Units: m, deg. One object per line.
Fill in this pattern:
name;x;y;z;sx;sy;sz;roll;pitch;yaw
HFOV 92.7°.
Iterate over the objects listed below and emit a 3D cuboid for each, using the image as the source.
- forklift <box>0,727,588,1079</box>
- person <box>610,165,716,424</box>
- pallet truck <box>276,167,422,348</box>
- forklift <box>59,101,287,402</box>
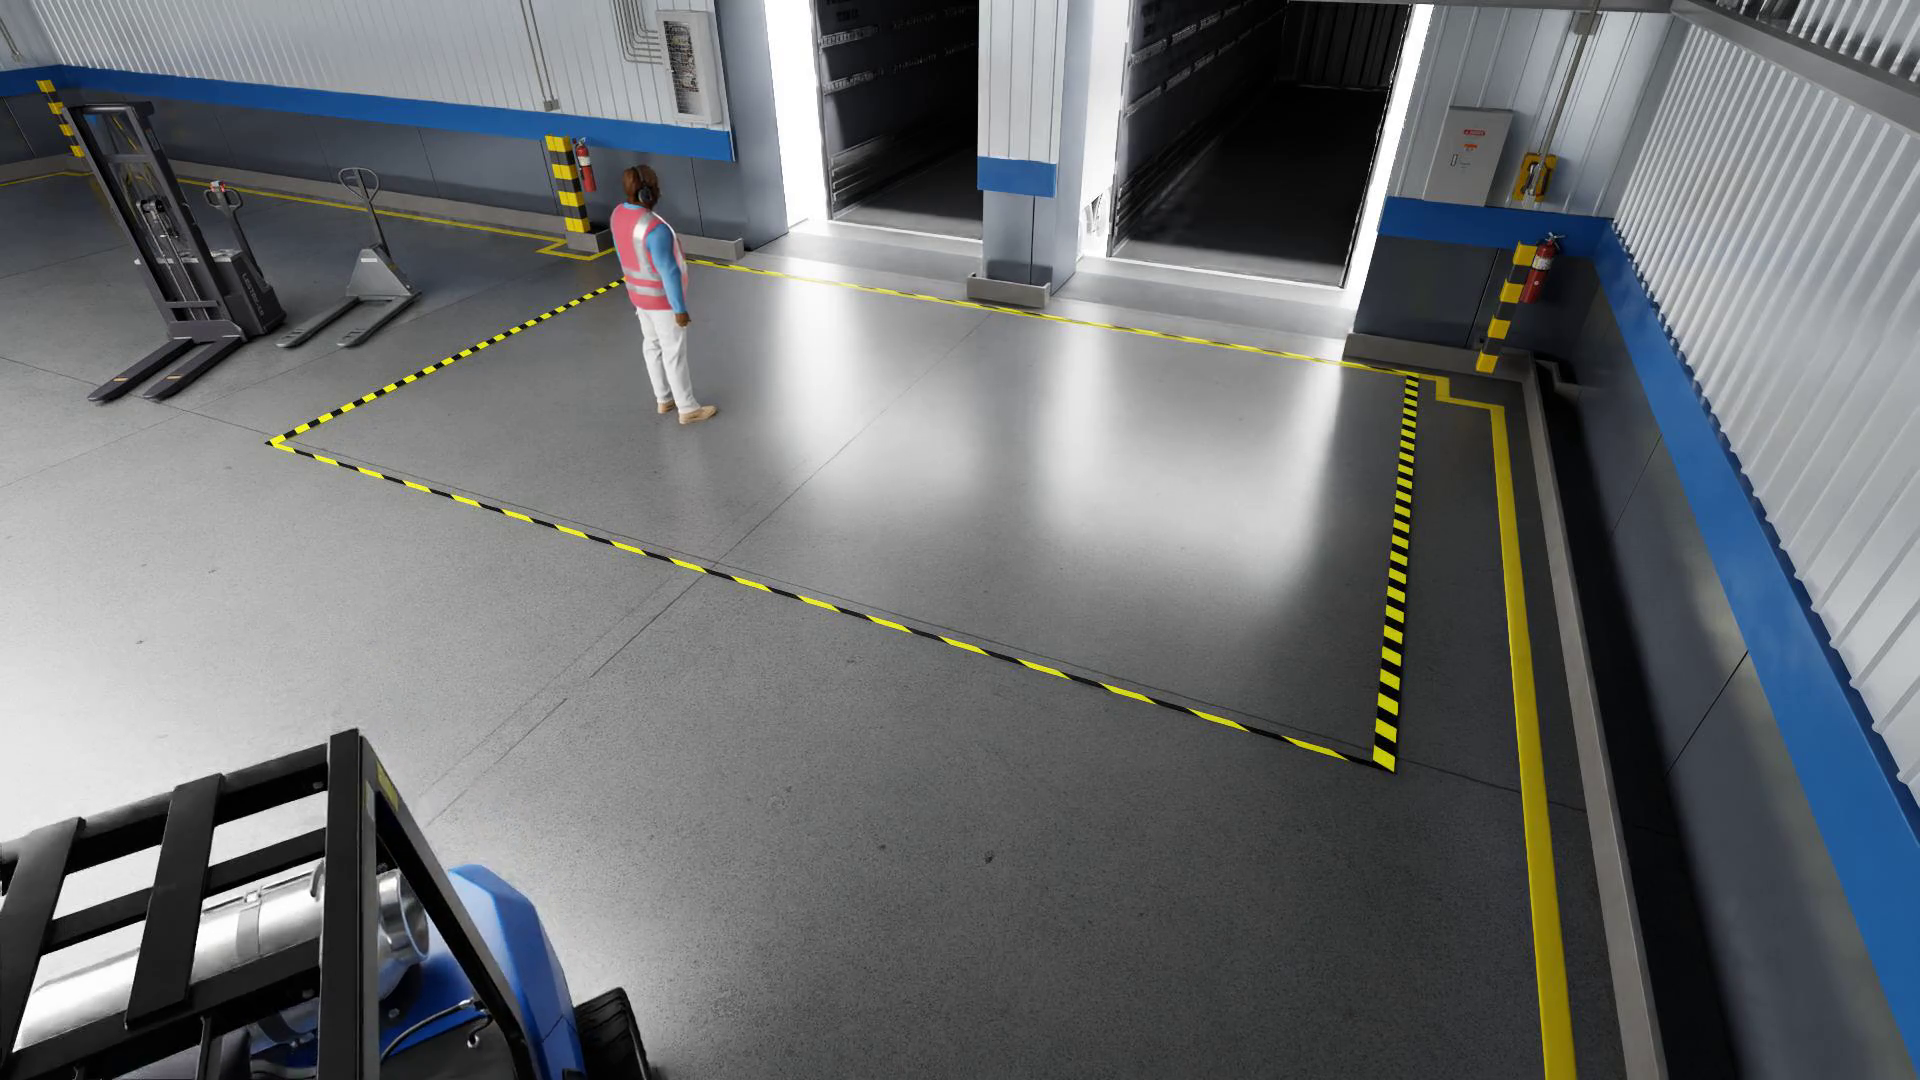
forklift;-1.188;1.546;1.498;1.157;2.036;2.680;-17;38;-23
person;-2.170;-1.747;6.653;0.623;1.844;0.431;29;44;35
pallet truck;-5.732;-2.611;8.414;0.680;1.201;1.601;-1;35;-1
forklift;-6.686;-2.387;7.434;0.823;1.965;1.885;-3;35;-5
